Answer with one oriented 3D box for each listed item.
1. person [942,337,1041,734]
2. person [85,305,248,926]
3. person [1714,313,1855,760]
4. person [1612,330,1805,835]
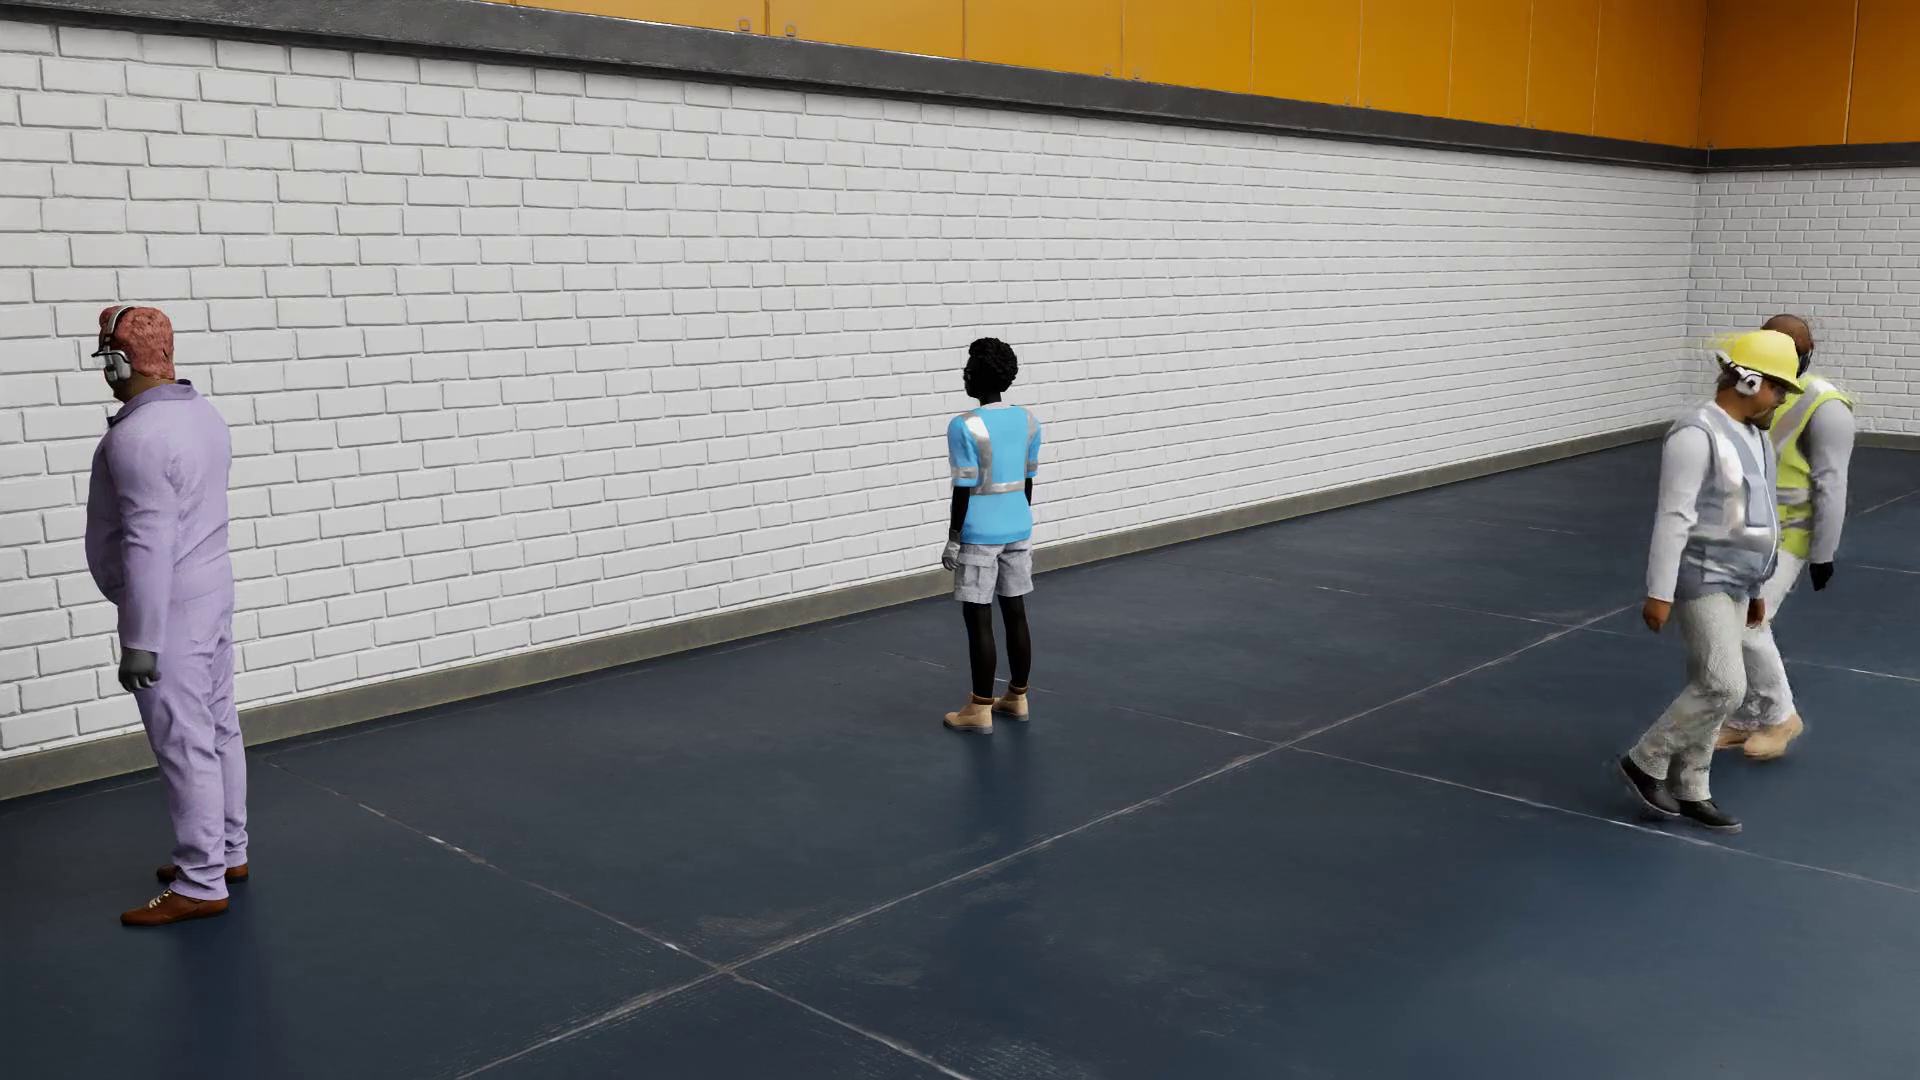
[{"bbox_3d":[0.127,-0.021,7.167,0.315,1.700,0.540,9,13,42],"label":"person"},{"bbox_3d":[-2.467,0.233,5.150,0.400,1.905,0.643,-1,10,-6],"label":"person"},{"bbox_3d":[3.218,0.000,6.705,0.455,1.822,0.656,-1,10,-7],"label":"person"},{"bbox_3d":[2.680,0.155,5.911,0.639,1.787,0.413,-9,13,-42],"label":"person"}]
